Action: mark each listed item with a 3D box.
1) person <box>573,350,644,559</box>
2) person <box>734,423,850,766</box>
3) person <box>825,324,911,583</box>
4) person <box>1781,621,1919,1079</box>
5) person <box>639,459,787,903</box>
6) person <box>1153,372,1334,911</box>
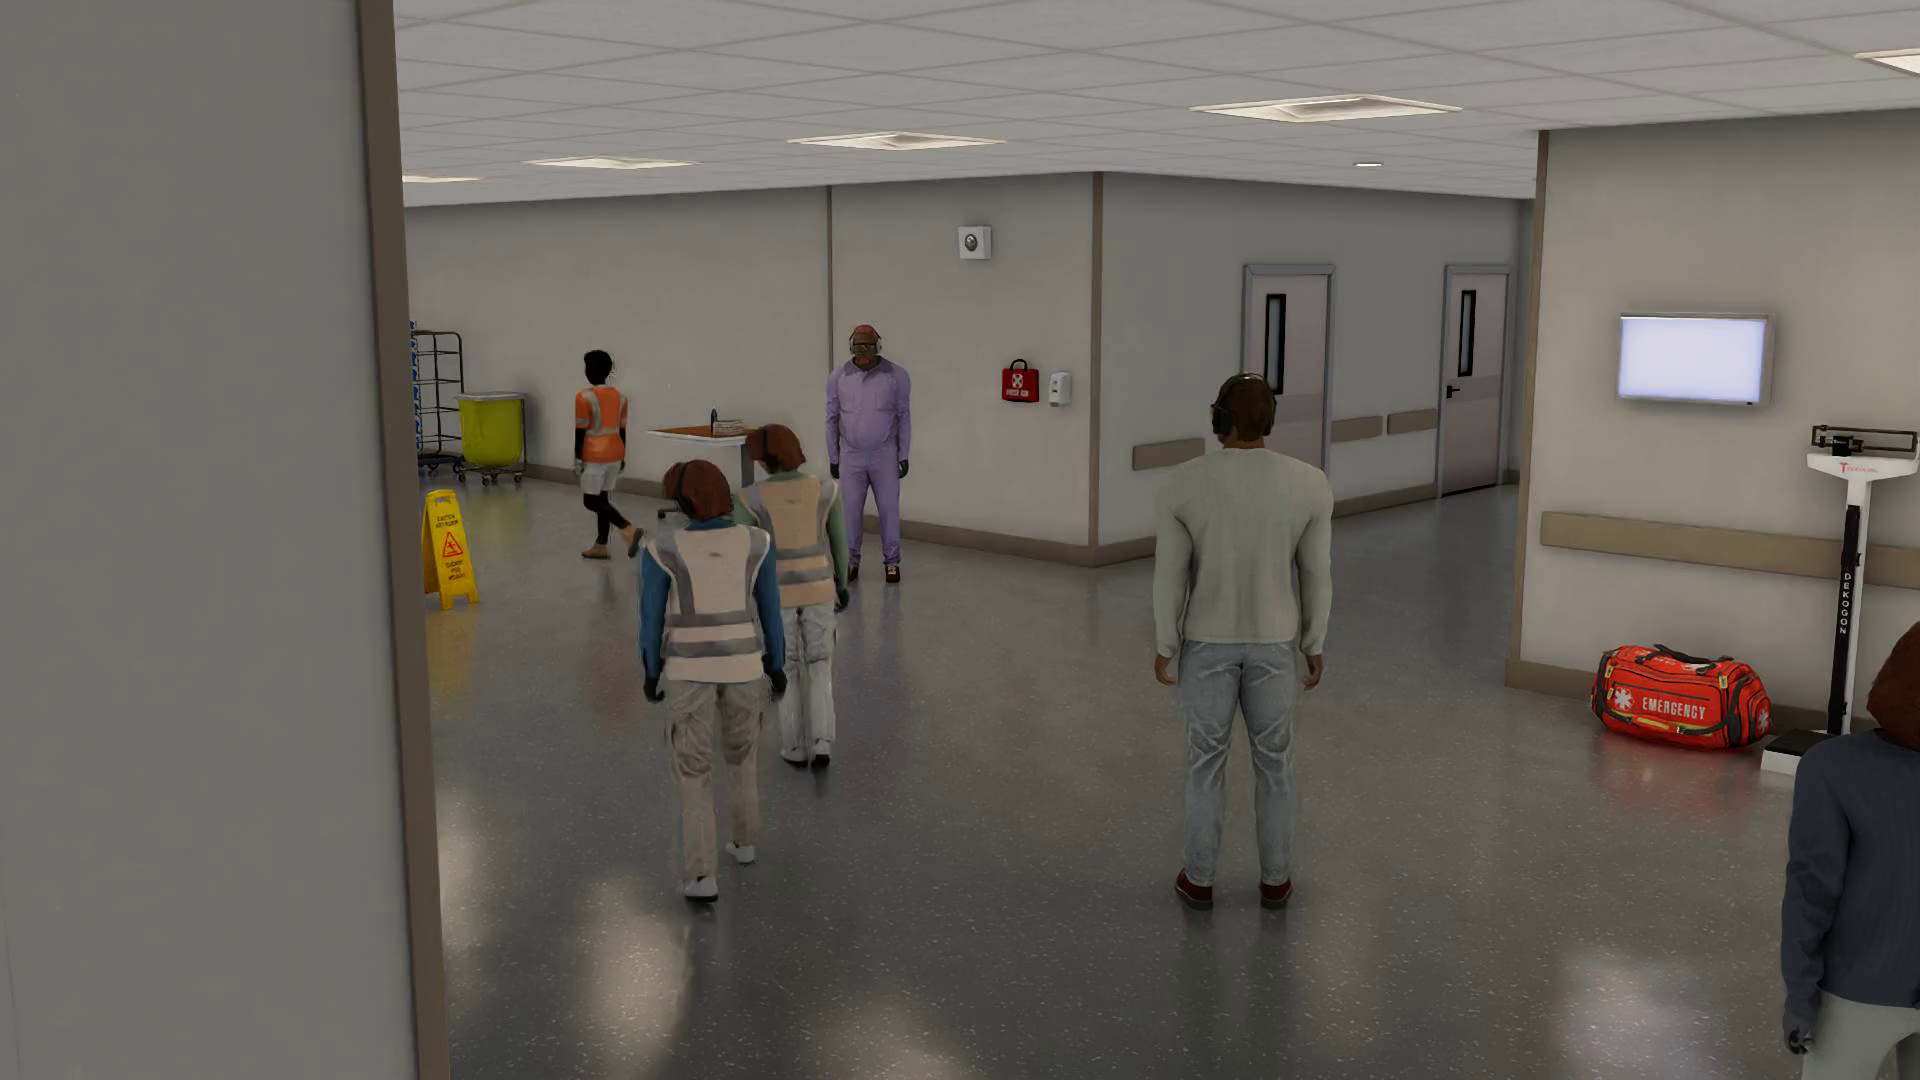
[{"bbox_3d":[-2.746,-0.648,12.985,0.643,1.672,0.535,5,10,27],"label":"person"},{"bbox_3d":[-0.769,0.262,7.599,0.552,1.608,0.380,-2,10,-15],"label":"person"},{"bbox_3d":[-0.676,-0.628,12.212,0.634,1.899,0.404,1,9,3],"label":"person"},{"bbox_3d":[1.923,0.942,3.379,0.499,1.633,0.282,1,9,6],"label":"person"},{"bbox_3d":[-0.896,0.507,6.176,0.552,1.619,0.581,-4,10,-24],"label":"person"},{"bbox_3d":[1.001,0.370,5.952,0.635,1.939,0.362,0,9,2],"label":"person"}]
